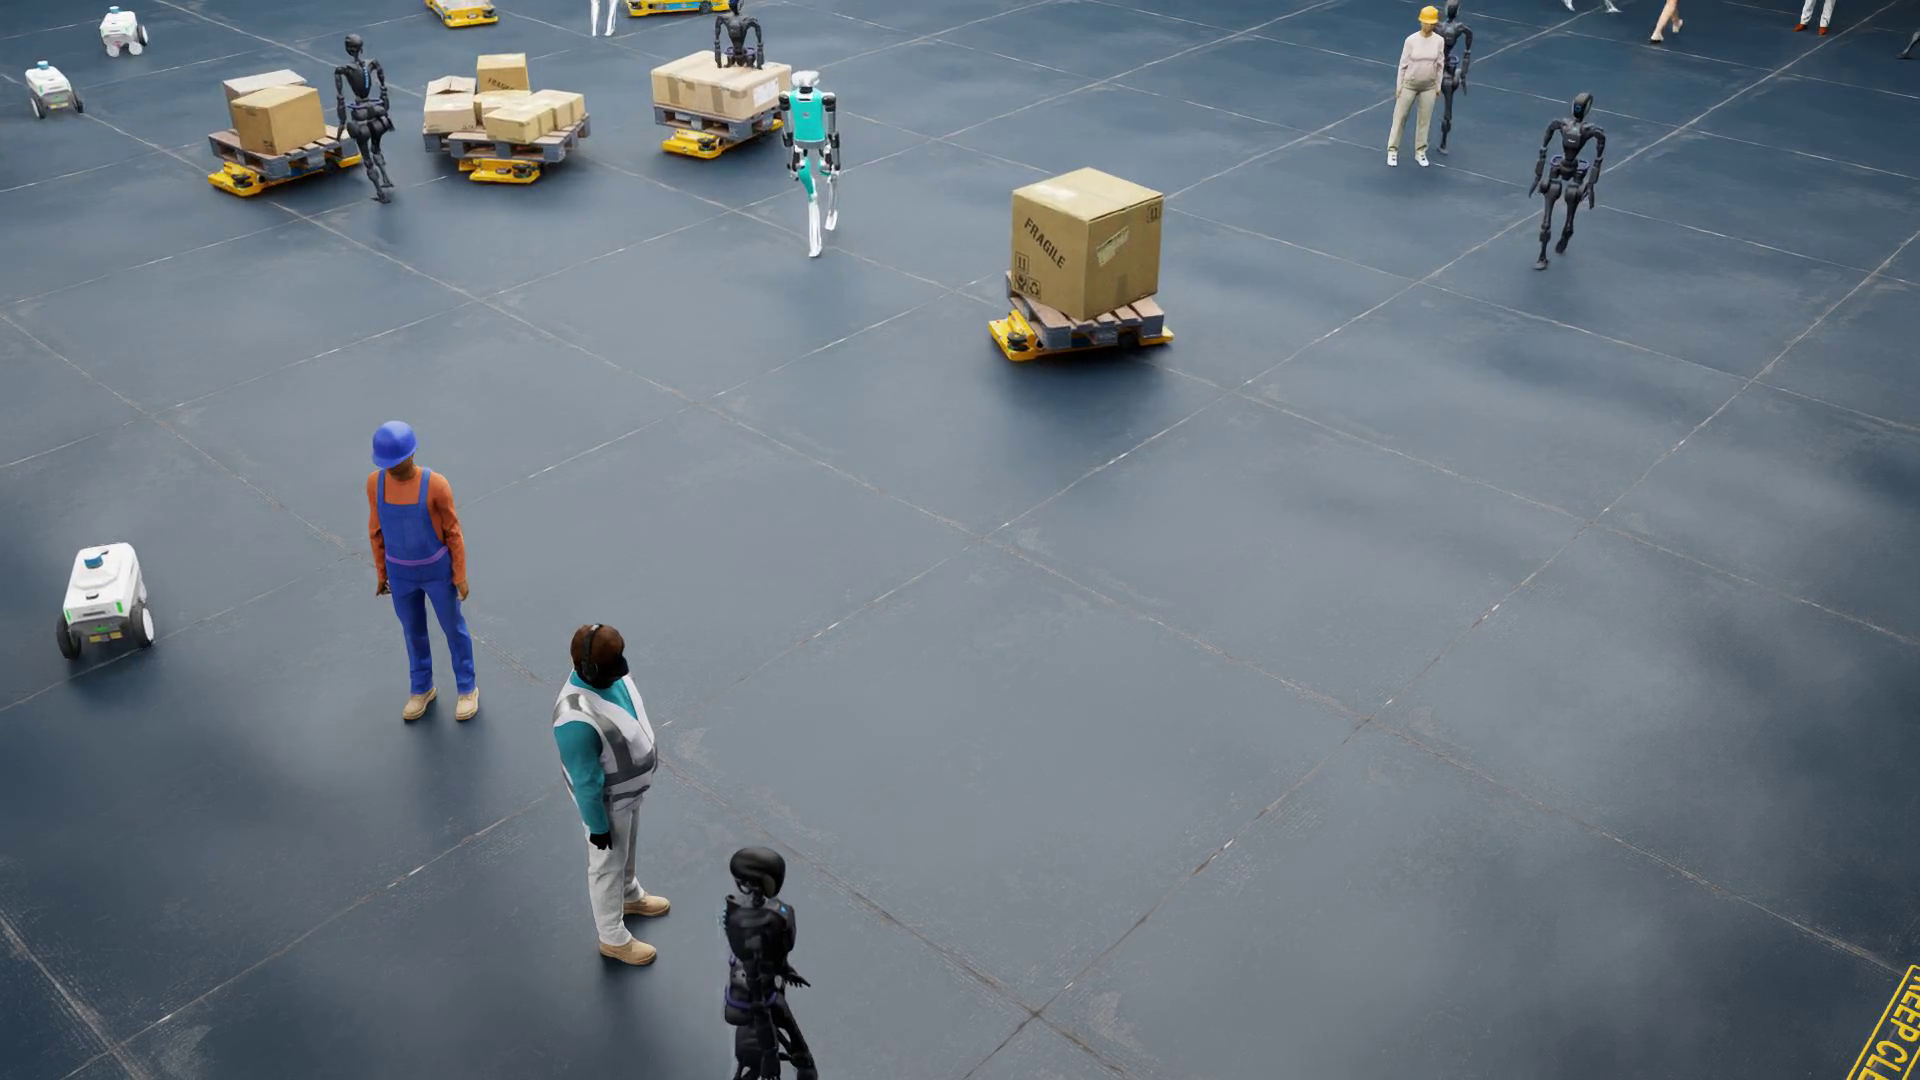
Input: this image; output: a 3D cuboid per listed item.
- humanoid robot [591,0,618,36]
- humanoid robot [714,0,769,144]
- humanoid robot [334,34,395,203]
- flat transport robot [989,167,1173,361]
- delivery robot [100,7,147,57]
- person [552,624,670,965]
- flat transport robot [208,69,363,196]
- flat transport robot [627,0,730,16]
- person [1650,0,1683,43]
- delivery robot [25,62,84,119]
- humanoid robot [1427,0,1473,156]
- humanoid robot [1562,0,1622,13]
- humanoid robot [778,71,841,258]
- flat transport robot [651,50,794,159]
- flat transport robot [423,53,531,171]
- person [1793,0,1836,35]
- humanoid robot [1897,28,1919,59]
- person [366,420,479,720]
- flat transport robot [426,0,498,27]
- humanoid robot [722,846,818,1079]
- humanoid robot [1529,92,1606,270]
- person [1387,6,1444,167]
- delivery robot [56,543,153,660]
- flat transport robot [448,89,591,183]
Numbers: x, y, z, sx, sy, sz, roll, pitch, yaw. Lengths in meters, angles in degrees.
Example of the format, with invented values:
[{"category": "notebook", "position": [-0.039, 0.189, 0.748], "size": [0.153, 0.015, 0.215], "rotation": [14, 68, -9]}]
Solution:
[{"category": "humanoid robot", "position": [-4.740, -7.526, 21.890], "size": [0.544, 1.802, 0.664], "rotation": [-1, 32, -2]}, {"category": "humanoid robot", "position": [-2.393, -5.179, 18.168], "size": [0.589, 1.635, 0.428], "rotation": [4, 32, 7]}, {"category": "humanoid robot", "position": [-5.957, -4.210, 16.603], "size": [0.458, 1.650, 0.611], "rotation": [24, 39, 33]}, {"category": "flat transport robot", "position": [1.013, -1.809, 14.068], "size": [1.431, 0.231, 0.659], "rotation": [-8, 33, -13]}, {"category": "delivery robot", "position": [-10.834, -6.583, 21.474], "size": [0.524, 0.586, 0.748], "rotation": [-8, 33, -13]}, {"category": "person", "position": [-1.615, 1.163, 7.792], "size": [0.429, 1.841, 0.633], "rotation": [2, 32, 4]}, {"category": "flat transport robot", "position": [-7.109, -3.964, 17.537], "size": [0.659, 0.231, 1.431], "rotation": [24, 39, 33]}, {"category": "flat transport robot", "position": [-3.928, -7.566, 23.338], "size": [1.431, 0.231, 0.659], "rotation": [-8, 33, -12]}, {"category": "person", "position": [9.409, -7.460, 21.702], "size": [0.963, 1.800, 0.528], "rotation": [-27, 41, -36]}, {"category": "delivery robot", "position": [-10.570, -5.235, 19.332], "size": [0.499, 0.614, 0.815], "rotation": [-22, 38, -31]}, {"category": "humanoid robot", "position": [5.151, -4.974, 17.827], "size": [0.585, 1.646, 0.467], "rotation": [4, 32, 6]}, {"category": "humanoid robot", "position": [8.774, -8.146, 22.919], "size": [0.968, 1.769, 0.530], "rotation": [16, 35, 24]}, {"category": "humanoid robot", "position": [-1.327, -3.623, 15.655], "size": [0.532, 1.773, 1.018], "rotation": [4, 32, 7]}, {"category": "flat transport robot", "position": [-2.624, -4.578, 18.526], "size": [0.659, 0.231, 1.431], "rotation": [17, 36, 26]}, {"category": "flat transport robot", "position": [-5.160, -4.343, 18.148], "size": [0.659, 0.231, 1.431], "rotation": [-6, 32, -10]}, {"category": "person", "position": [11.490, -7.628, 21.955], "size": [0.511, 1.836, 0.365], "rotation": [22, 38, 31]}, {"category": "humanoid robot", "position": [12.377, -6.904, 20.977], "size": [0.777, 1.620, 0.603], "rotation": [-5, 32, -8]}, {"category": "person", "position": [-3.019, 0.175, 9.326], "size": [0.519, 1.903, 0.369], "rotation": [1, 32, 2]}, {"category": "flat transport robot", "position": [-6.915, -7.383, 23.043], "size": [0.659, 0.231, 1.431], "rotation": [-16, 35, -23]}, {"category": "humanoid robot", "position": [-0.830, 1.897, 6.813], "size": [0.779, 1.631, 0.587], "rotation": [-1, 32, -1]}, {"category": "humanoid robot", "position": [5.533, -3.316, 15.163], "size": [0.594, 1.629, 0.584], "rotation": [15, 35, 23]}, {"category": "person", "position": [4.815, -4.758, 17.472], "size": [0.461, 1.688, 0.347], "rotation": [1, 32, 2]}, {"category": "delivery robot", "position": [-5.308, 0.360, 10.316], "size": [0.499, 0.608, 0.799], "rotation": [-9, 33, -15]}, {"category": "flat transport robot", "position": [-4.674, -4.150, 17.836], "size": [0.659, 0.231, 1.431], "rotation": [5, 32, 7]}]
